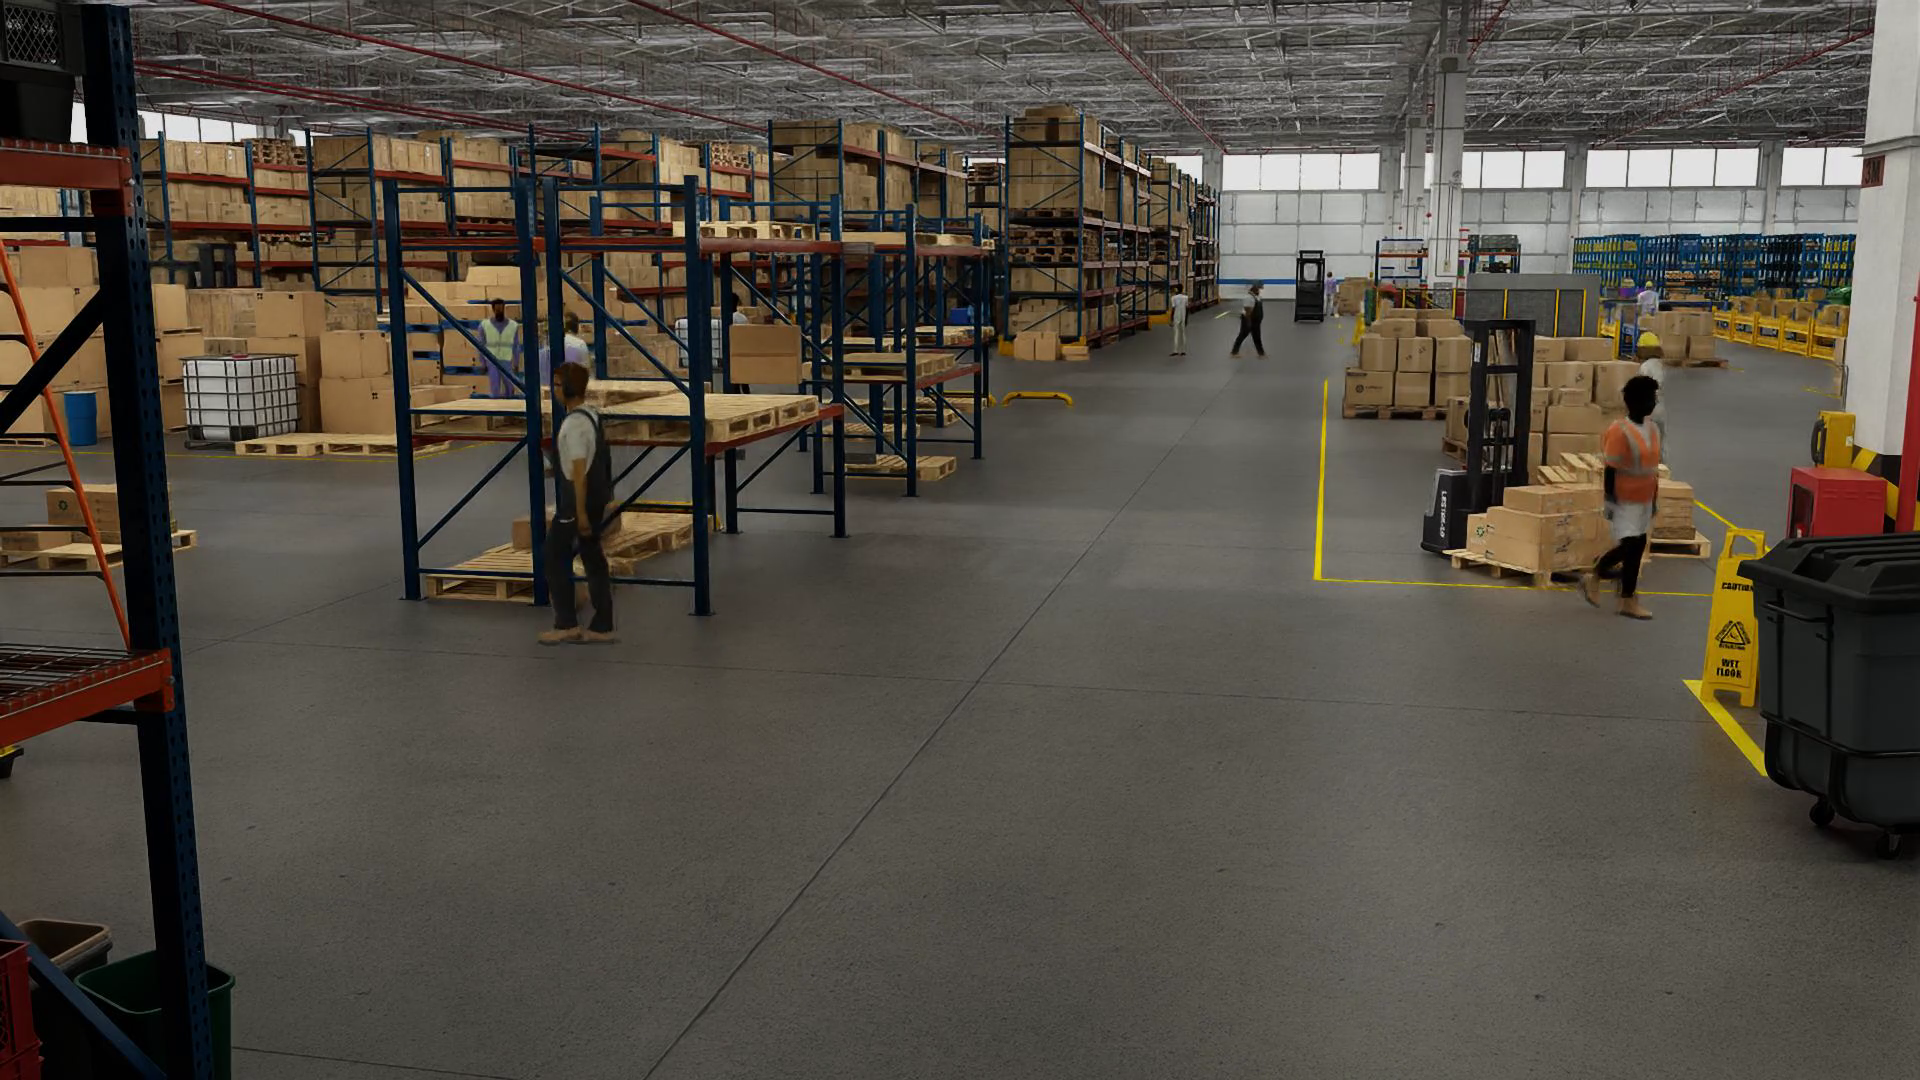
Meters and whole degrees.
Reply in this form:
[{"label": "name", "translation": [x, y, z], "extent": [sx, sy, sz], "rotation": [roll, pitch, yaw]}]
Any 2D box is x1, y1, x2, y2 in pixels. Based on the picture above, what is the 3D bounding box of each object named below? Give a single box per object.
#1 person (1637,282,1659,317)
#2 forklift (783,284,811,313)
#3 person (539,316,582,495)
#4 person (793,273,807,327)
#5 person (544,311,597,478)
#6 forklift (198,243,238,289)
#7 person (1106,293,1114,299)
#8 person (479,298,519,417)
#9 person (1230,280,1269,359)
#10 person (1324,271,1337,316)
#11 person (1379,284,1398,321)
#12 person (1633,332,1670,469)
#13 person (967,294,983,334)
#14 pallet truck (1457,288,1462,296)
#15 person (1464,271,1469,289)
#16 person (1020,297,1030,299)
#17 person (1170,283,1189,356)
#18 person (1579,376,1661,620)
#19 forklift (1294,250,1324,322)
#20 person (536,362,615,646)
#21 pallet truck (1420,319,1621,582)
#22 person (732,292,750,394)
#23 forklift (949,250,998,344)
[{"label": "person", "translation": [20.862, -6.940, 50.519], "extent": [0.621, 1.785, 0.898], "rotation": [3, 10, 15]}, {"label": "forklift", "translation": [-7.454, -11.489, 74.240], "extent": [1.129, 2.768, 1.873], "rotation": [2, 10, 12]}, {"label": "person", "translation": [-4.160, -1.381, 17.253], "extent": [0.435, 1.908, 0.608], "rotation": [6, 11, 32]}, {"label": "person", "translation": [-5.270, -7.731, 54.476], "extent": [0.610, 2.043, 0.384], "rotation": [8, 13, 40]}, {"label": "person", "translation": [-4.445, -1.682, 19.116], "extent": [0.655, 1.879, 1.035], "rotation": [7, 12, 37]}, {"label": "forklift", "translation": [-16.276, -5.151, 36.706], "extent": [1.873, 2.768, 1.129], "rotation": [2, 10, 12]}, {"label": "person", "translation": [7.533, -12.495, 83.263], "extent": [0.628, 1.846, 0.429], "rotation": [-5, 11, -28]}, {"label": "person", "translation": [-6.877, -2.657, 24.852], "extent": [0.598, 1.903, 0.454], "rotation": [-5, 11, -25]}, {"label": "person", "translation": [7.212, -5.547, 41.537], "extent": [0.977, 2.000, 0.699], "rotation": [7, 12, 35]}, {"label": "person", "translation": [16.160, -10.773, 72.787], "extent": [0.628, 1.940, 0.373], "rotation": [3, 10, 17]}, {"label": "person", "translation": [9.857, -4.865, 37.922], "extent": [0.892, 1.903, 0.548], "rotation": [4, 11, 25]}, {"label": "person", "translation": [7.100, -1.312, 17.418], "extent": [0.510, 1.703, 0.849], "rotation": [-9, 13, -42]}, {"label": "person", "translation": [0.403, -5.369, 41.548], "extent": [0.552, 1.664, 0.772], "rotation": [-3, 10, -18]}, {"label": "pallet truck", "translation": [20.506, -9.785, 68.819], "extent": [0.653, 1.274, 1.630], "rotation": [2, 10, 12]}, {"label": "person", "translation": [23.035, -11.211, 75.318], "extent": [0.527, 1.957, 0.619], "rotation": [0, 10, 0]}, {"label": "person", "translation": [2.170, -7.467, 53.919], "extent": [0.530, 1.697, 0.321], "rotation": [-5, 11, -26]}, {"label": "person", "translation": [5.608, -5.639, 42.575], "extent": [0.513, 1.875, 0.328], "rotation": [-4, 10, -23]}, {"label": "person", "translation": [4.598, -0.294, 11.457], "extent": [0.550, 1.683, 0.424], "rotation": [-7, 12, -35]}, {"label": "forklift", "translation": [13.778, -10.002, 65.433], "extent": [1.129, 2.768, 1.873], "rotation": [2, 10, 12]}, {"label": "person", "translation": [-2.502, -0.225, 10.640], "extent": [0.618, 1.824, 0.527], "rotation": [2, 10, 9]}, {"label": "pallet truck", "translation": [4.543, -0.757, 13.299], "extent": [0.823, 1.965, 1.885], "rotation": [-4, 10, -22]}, {"label": "person", "translation": [-3.572, -2.958, 26.474], "extent": [0.405, 1.954, 0.607], "rotation": [5, 11, 26]}, {"label": "forklift", "translation": [0.372, -7.009, 47.710], "extent": [1.129, 2.768, 1.873], "rotation": [2, 10, 12]}]
